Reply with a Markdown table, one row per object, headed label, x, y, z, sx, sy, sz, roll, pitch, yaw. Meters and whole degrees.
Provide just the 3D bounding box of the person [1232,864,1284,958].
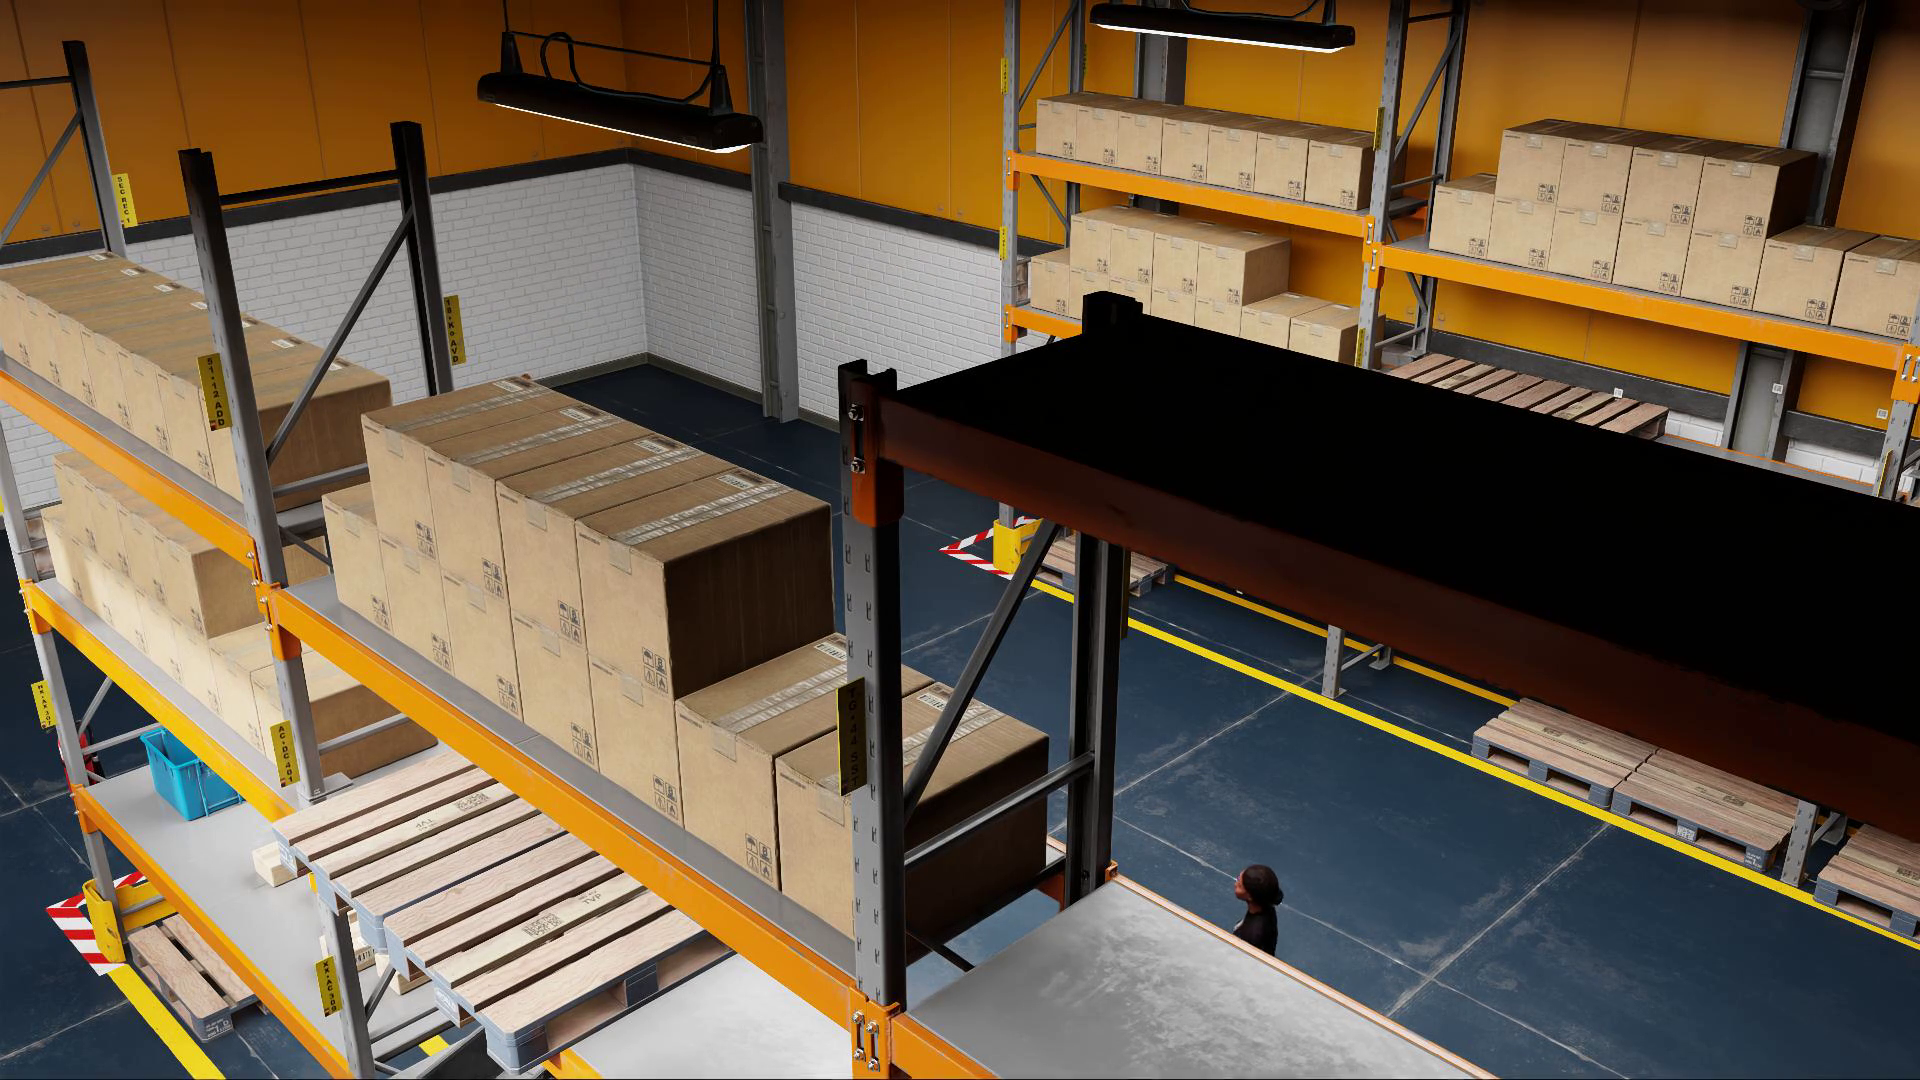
| label | x | y | z | sx | sy | sz | roll | pitch | yaw |
| --- | --- | --- | --- | --- | --- | --- | --- | --- | --- |
| person | 1.818 | 2.679 | 9.882 | 1.154 | 1.635 | 0.894 | 9 | 25 | 20 |
